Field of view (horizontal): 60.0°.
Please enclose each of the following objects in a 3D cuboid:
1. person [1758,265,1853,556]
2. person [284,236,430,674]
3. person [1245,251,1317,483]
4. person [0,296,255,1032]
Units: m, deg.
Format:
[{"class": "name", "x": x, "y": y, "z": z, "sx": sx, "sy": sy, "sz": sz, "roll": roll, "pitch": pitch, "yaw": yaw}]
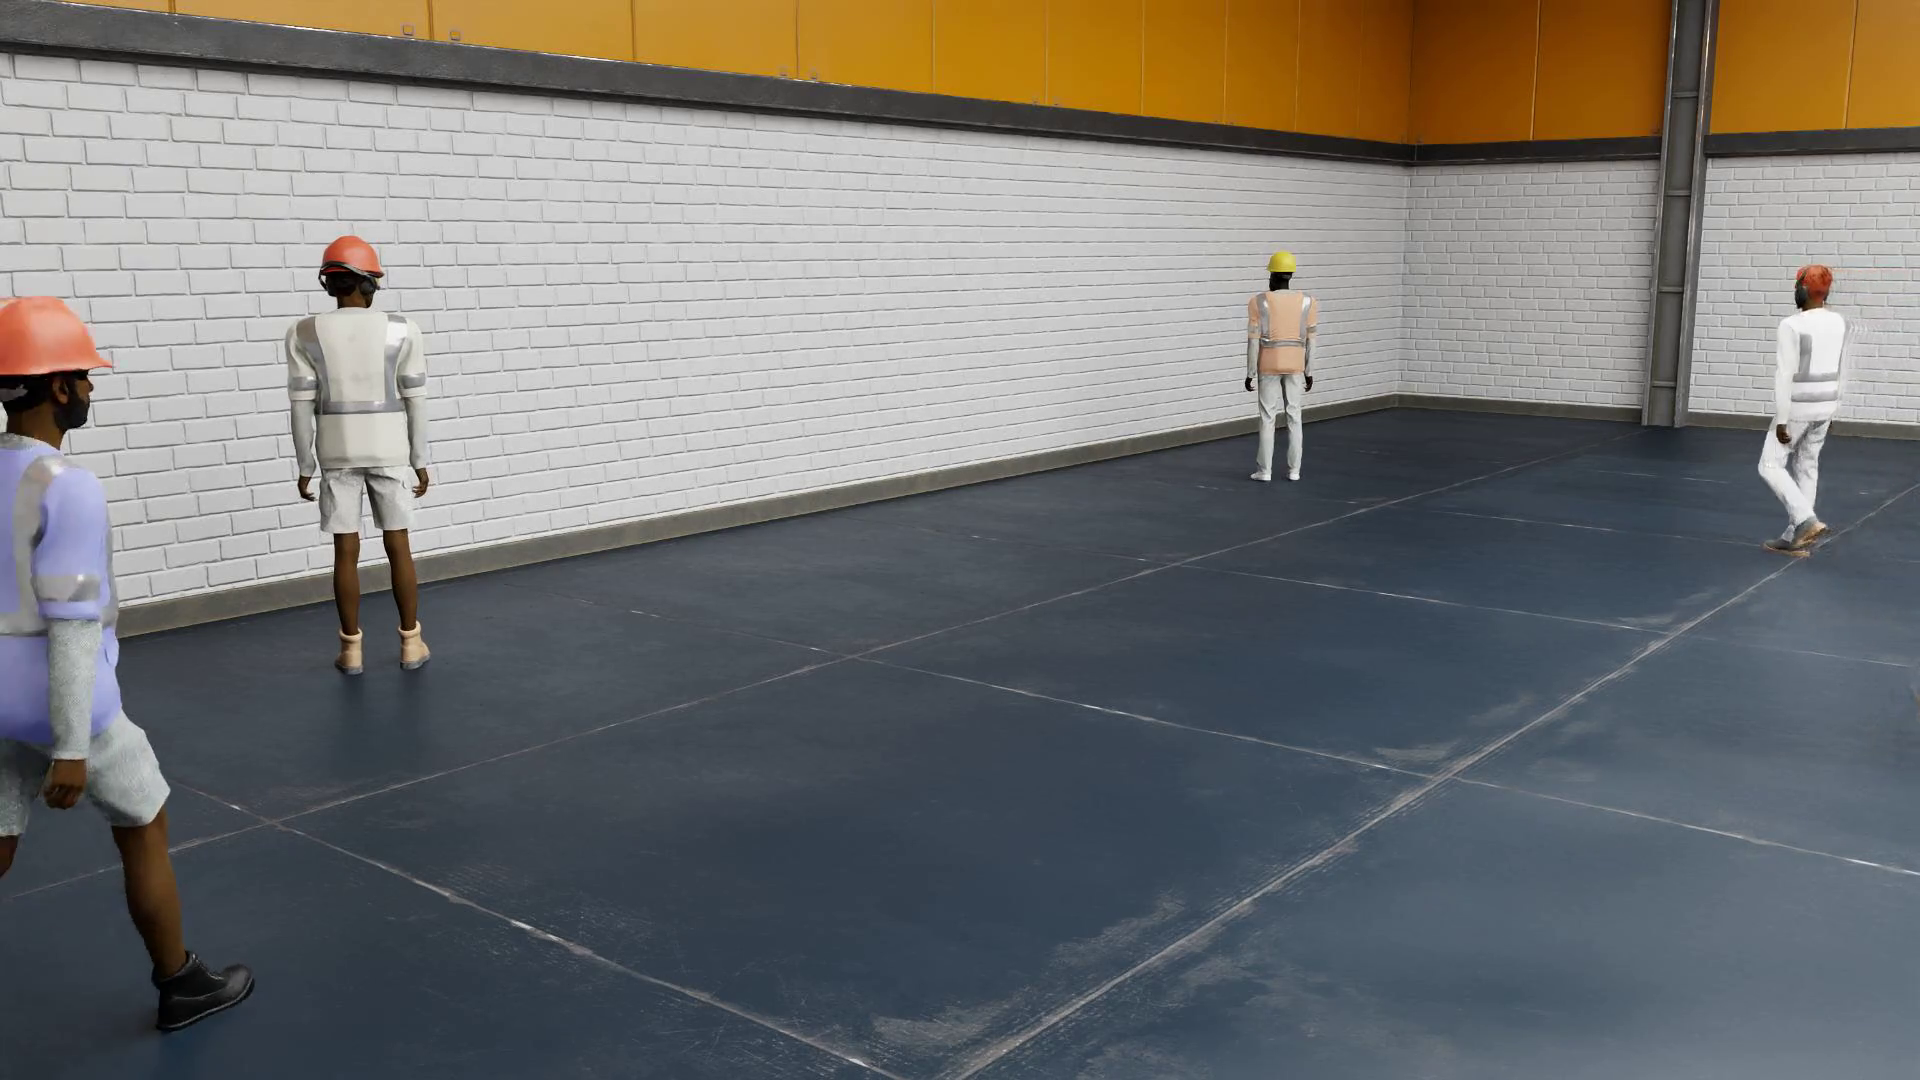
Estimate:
[{"class": "person", "x": 5.385, "y": -0.806, "z": 10.571, "sx": 0.580, "sy": 1.869, "sz": 0.476, "roll": -3, "pitch": 11, "yaw": -16}, {"class": "person", "x": -2.800, "y": -0.389, "z": 7.790, "sx": 0.609, "sy": 2.040, "sz": 0.394, "roll": -3, "pitch": 11, "yaw": -17}, {"class": "person", "x": 2.673, "y": -1.439, "z": 13.909, "sx": 0.594, "sy": 1.929, "sz": 0.354, "roll": -1, "pitch": 10, "yaw": -6}, {"class": "person", "x": -2.223, "y": 0.383, "z": 3.929, "sx": 0.540, "sy": 1.907, "sz": 0.986, "roll": 5, "pitch": 11, "yaw": 26}]
